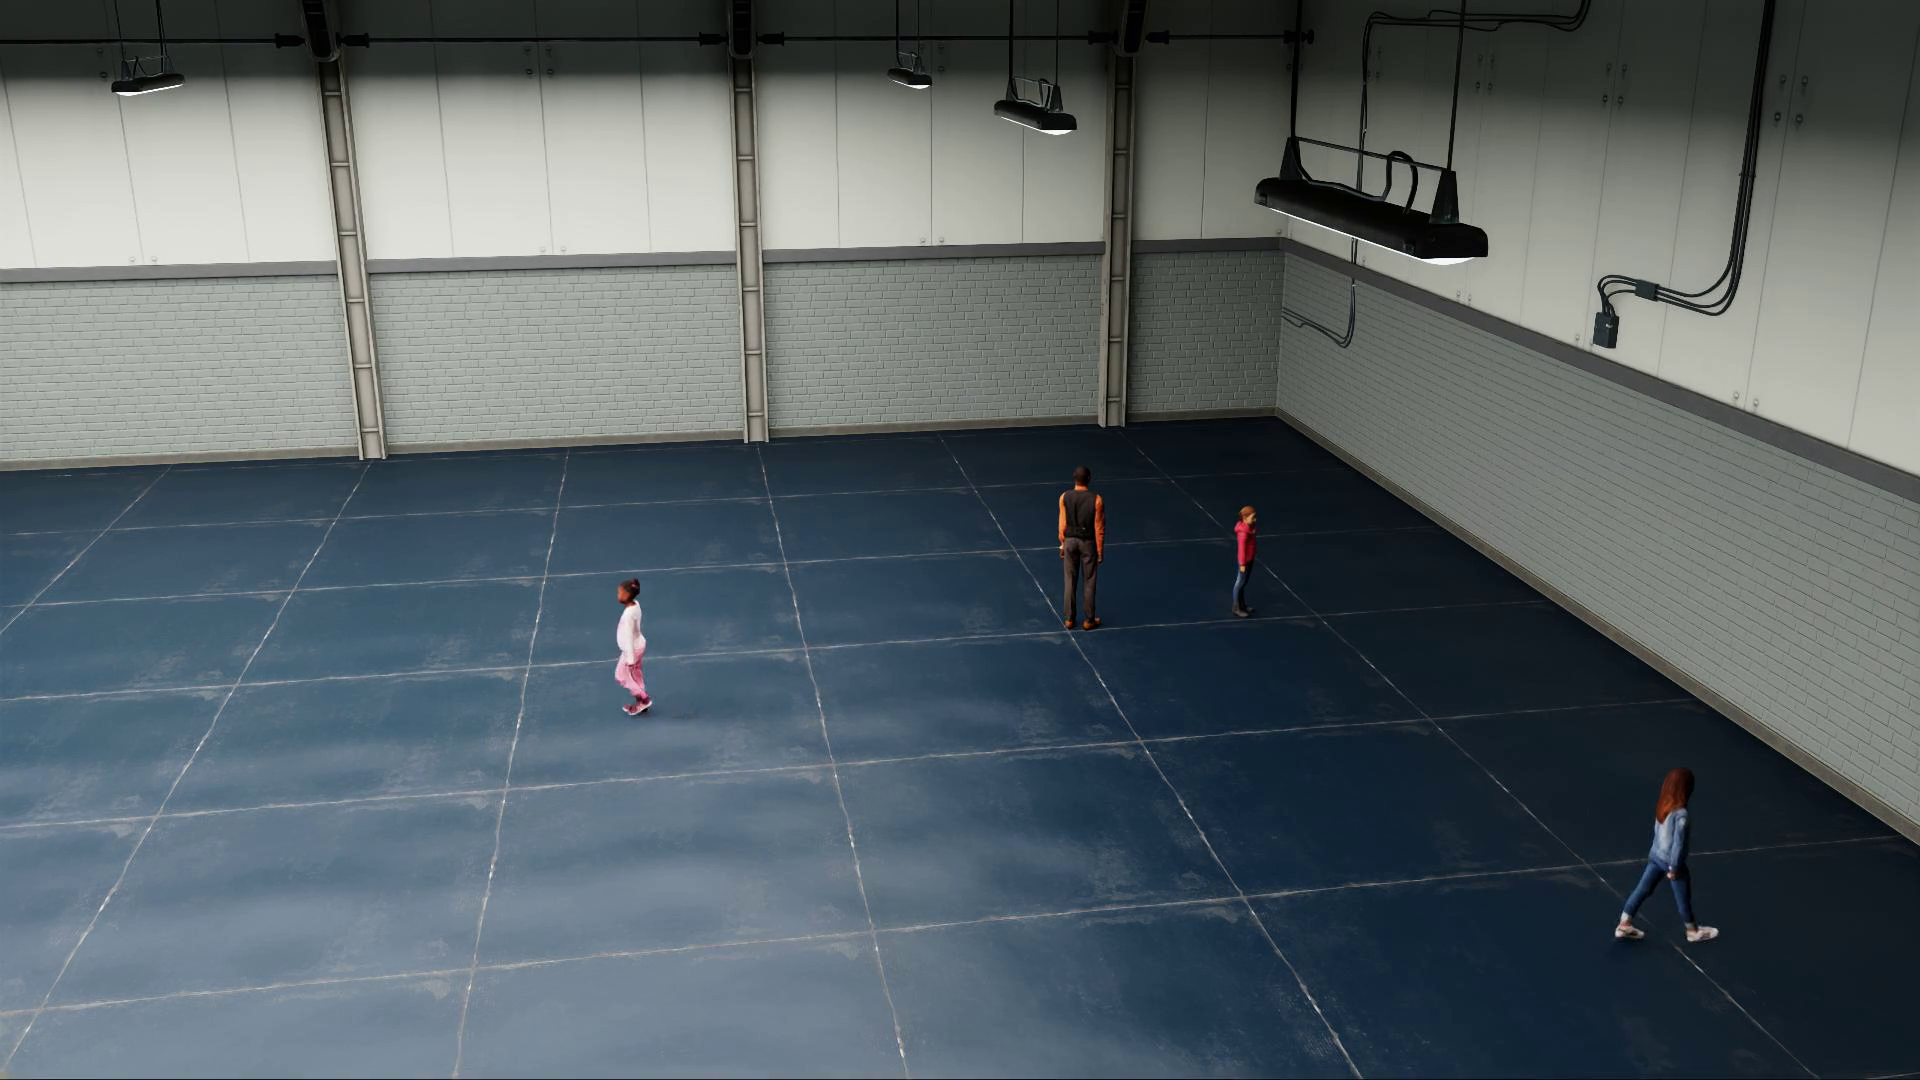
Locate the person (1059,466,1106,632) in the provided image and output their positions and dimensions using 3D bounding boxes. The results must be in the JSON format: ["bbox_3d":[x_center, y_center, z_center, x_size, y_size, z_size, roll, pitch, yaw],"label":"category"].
[{"bbox_3d":[1.372,0.081,18.869,0.709,1.908,0.841,6,19,17],"label":"person"}]

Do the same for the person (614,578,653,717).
[{"bbox_3d":[-3.201,1.073,16.582,0.614,1.436,0.607,0,18,0],"label":"person"}]

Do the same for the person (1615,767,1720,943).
[{"bbox_3d":[5.251,2.397,12.513,0.997,1.439,0.638,-1,18,-4],"label":"person"}]

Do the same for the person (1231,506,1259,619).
[{"bbox_3d":[3.311,0.235,19.353,0.629,1.315,0.589,9,20,25],"label":"person"}]
